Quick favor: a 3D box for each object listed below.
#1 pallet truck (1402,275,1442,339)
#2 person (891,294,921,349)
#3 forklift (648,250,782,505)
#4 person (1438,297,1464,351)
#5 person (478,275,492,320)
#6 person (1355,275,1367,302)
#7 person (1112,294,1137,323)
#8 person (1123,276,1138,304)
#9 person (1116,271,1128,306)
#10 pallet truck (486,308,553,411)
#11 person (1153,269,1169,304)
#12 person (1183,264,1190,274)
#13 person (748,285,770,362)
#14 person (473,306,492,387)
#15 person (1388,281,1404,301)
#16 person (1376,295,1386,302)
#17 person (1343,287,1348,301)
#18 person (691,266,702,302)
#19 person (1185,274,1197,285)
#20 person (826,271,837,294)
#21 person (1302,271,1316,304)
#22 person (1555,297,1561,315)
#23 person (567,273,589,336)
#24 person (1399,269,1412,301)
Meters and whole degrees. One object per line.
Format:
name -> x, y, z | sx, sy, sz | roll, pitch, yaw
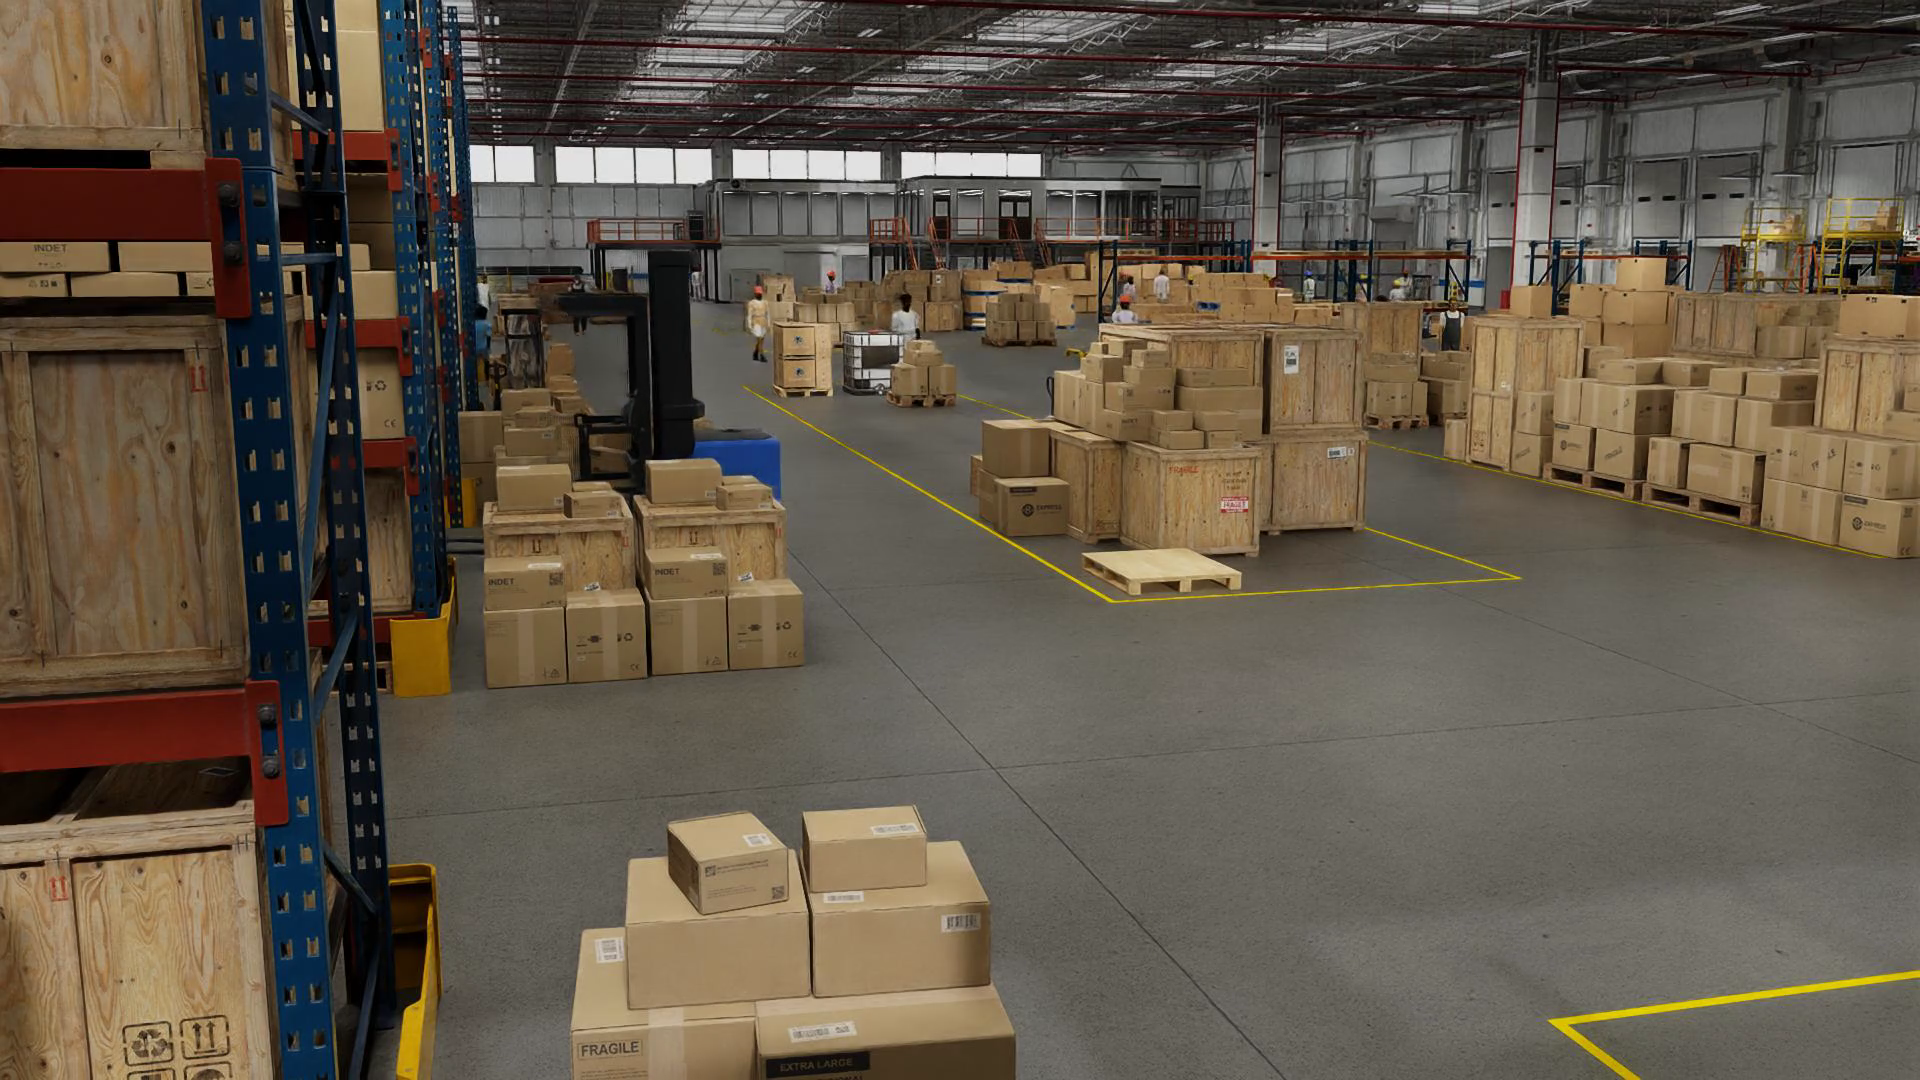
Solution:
pallet truck -> 14.620, -7.324, 52.145 | 0.823, 1.965, 1.885 | 8, 13, 40
person -> -1.103, -4.035, 33.748 | 0.623, 1.928, 0.990 | -7, 12, -36
forklift -> -2.675, -1.311, 15.595 | 1.873, 2.768, 1.129 | -3, 10, -15
person -> 10.030, -4.040, 33.977 | 0.514, 1.845, 0.337 | 0, 10, 2
person -> -16.817, -8.464, 58.989 | 0.494, 1.857, 0.551 | 5, 11, 26
person -> 13.917, -8.277, 57.876 | 0.593, 1.886, 0.884 | -5, 11, -28
person -> 3.292, -3.988, 33.484 | 0.567, 1.913, 0.581 | -2, 10, -12
person -> 6.197, -8.616, 60.035 | 0.945, 1.789, 0.654 | 8, 13, 37
person -> 6.024, -8.950, 61.417 | 0.621, 1.973, 0.626 | -8, 13, -38
pallet truck -> -6.242, -2.418, 24.362 | 0.823, 1.965, 1.885 | 1, 10, 3
person -> 8.418, -10.377, 69.658 | 0.669, 1.916, 0.537 | 2, 10, 13
person -> 11.569, -13.047, 84.556 | 0.611, 1.996, 0.378 | -7, 12, -33
person -> -5.031, -5.397, 41.507 | 0.552, 1.908, 0.890 | -6, 12, -31
person -> -9.784, -3.928, 33.854 | 0.529, 1.664, 0.763 | 2, 10, 9
person -> 14.715, -7.920, 56.329 | 0.501, 1.701, 0.867 | -3, 10, -17
person -> 8.358, -3.924, 33.151 | 0.588, 1.907, 0.437 | -2, 10, -9
person -> 11.100, -6.410, 47.670 | 0.474, 1.750, 0.559 | -4, 11, -19
person -> -13.646, -13.261, 86.191 | 0.579, 1.855, 0.843 | -4, 11, -21
person -> 8.126, -8.409, 58.595 | 0.595, 1.897, 0.914 | 2, 10, 13
person -> -4.449, -8.283, 57.496 | 0.404, 2.035, 0.601 | 1, 10, 4
person -> 13.252, -9.263, 63.264 | 0.605, 1.948, 0.386 | -8, 13, -37
person -> 17.550, -6.663, 49.284 | 0.554, 1.686, 0.530 | 0, 10, -3
person -> -12.278, -7.588, 53.516 | 0.687, 2.000, 0.759 | -3, 10, -14
person -> 18.898, -10.559, 70.671 | 0.575, 1.921, 0.447 | 4, 11, 20
